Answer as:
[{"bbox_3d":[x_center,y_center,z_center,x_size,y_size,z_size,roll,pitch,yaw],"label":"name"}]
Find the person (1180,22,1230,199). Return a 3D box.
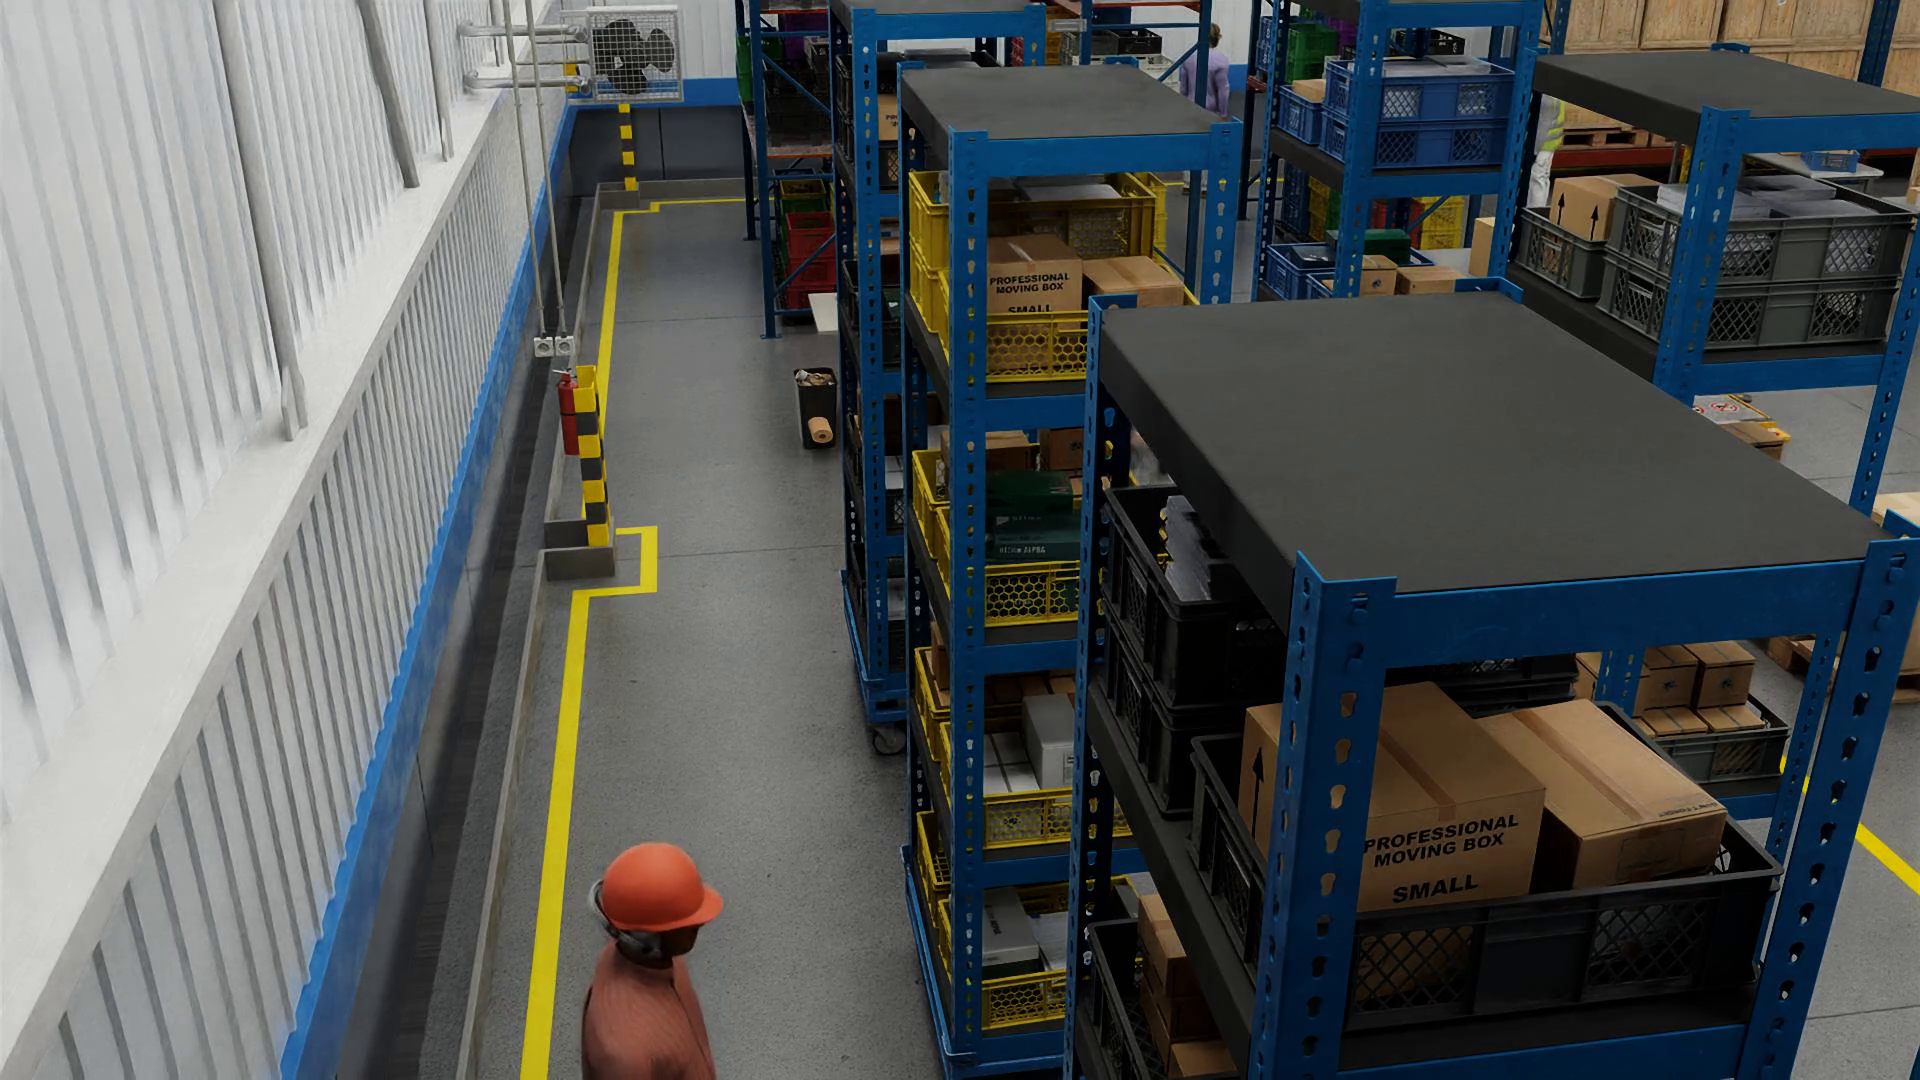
[{"bbox_3d":[2.771,-4.865,18.860,0.635,1.937,0.353,22,33,39],"label":"person"}]

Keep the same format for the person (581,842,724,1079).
[{"bbox_3d":[-0.810,1.680,4.588,0.410,1.986,0.606,-1,25,-3],"label":"person"}]

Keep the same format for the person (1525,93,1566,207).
[{"bbox_3d":[6.022,-4.098,17.315,0.430,1.839,0.619,13,28,26],"label":"person"}]
